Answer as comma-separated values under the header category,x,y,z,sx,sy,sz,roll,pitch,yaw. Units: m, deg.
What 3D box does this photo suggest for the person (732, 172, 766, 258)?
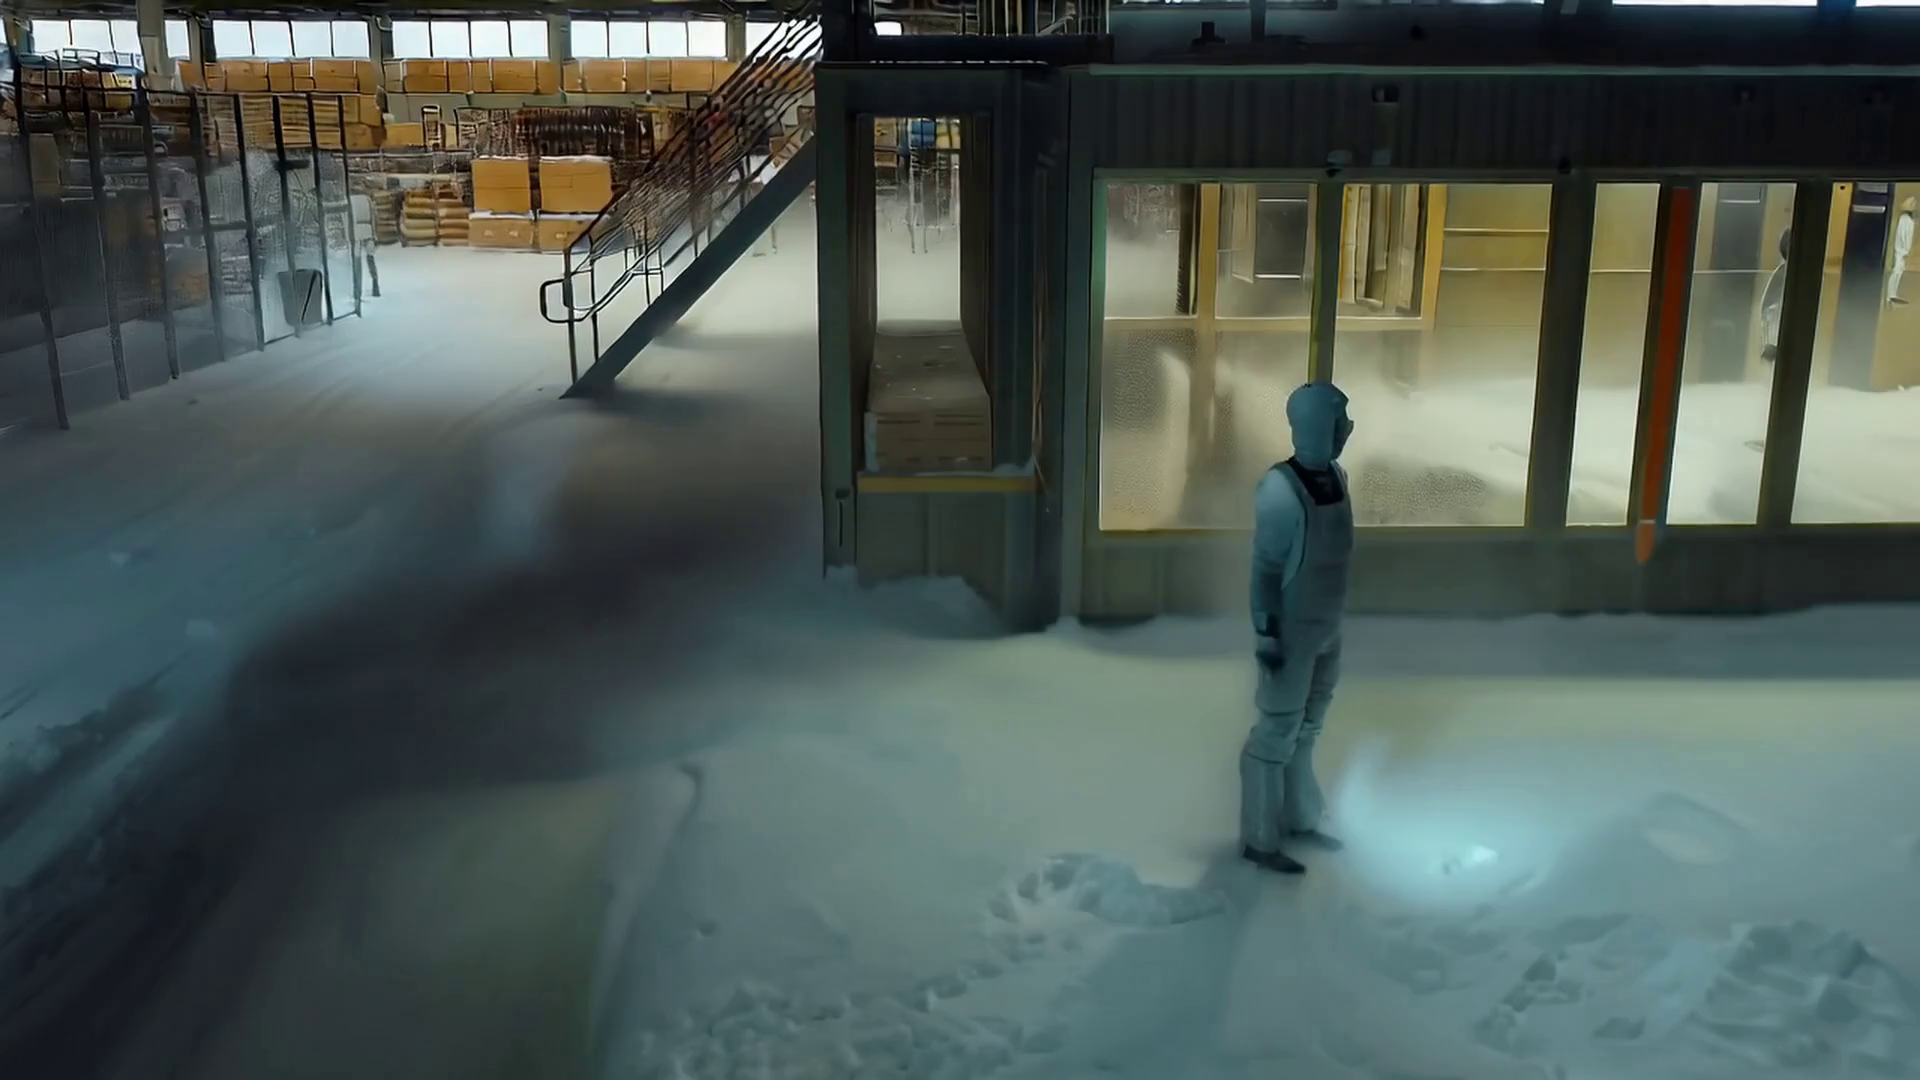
category,x,y,z,sx,sy,sz,roll,pitch,yaw
person,-4.570,-6.756,34.582,0.969,1.780,0.599,-1,14,-3

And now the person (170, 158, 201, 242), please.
category,x,y,z,sx,sy,sz,roll,pitch,yaw
person,-18.253,-7.990,39.131,0.459,1.959,0.710,-8,16,-29

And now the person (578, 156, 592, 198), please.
category,x,y,z,sx,sy,sz,roll,pitch,yaw
person,-14.195,-13.671,62.624,0.506,1.571,0.898,6,15,23

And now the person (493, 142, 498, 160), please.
category,x,y,z,sx,sy,sz,roll,pitch,yaw
person,-25.963,-21.440,93.377,0.839,1.713,0.564,0,14,0

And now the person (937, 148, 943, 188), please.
category,x,y,z,sx,sy,sz,roll,pitch,yaw
person,-0.927,-16.224,72.439,0.311,1.768,0.531,4,15,15

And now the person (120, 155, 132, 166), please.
category,x,y,z,sx,sy,sz,roll,pitch,yaw
person,-31.947,-14.078,63.645,0.635,1.873,0.832,9,17,33

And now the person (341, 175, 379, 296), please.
category,x,y,z,sx,sy,sz,roll,pitch,yaw
person,-9.715,-4.929,26.945,0.552,1.935,0.370,-8,16,-29

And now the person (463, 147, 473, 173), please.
category,x,y,z,sx,sy,sz,roll,pitch,yaw
person,-20.359,-15.381,68.956,0.427,1.818,0.622,-6,15,-22

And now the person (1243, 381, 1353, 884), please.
category,x,y,z,sx,sy,sz,roll,pitch,yaw
person,1.261,0.331,6.107,0.331,1.844,0.520,13,19,42

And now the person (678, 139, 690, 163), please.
category,x,y,z,sx,sy,sz,roll,pitch,yaw
person,-13.956,-19.303,84.277,0.693,1.999,0.711,-10,17,-34

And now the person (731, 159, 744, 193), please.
category,x,y,z,sx,sy,sz,roll,pitch,yaw
person,-5.633,-8.770,42.296,0.361,1.939,0.543,1,14,4

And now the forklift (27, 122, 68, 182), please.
category,x,y,z,sx,sy,sz,roll,pitch,yaw
forklift,-35.376,-14.773,64.377,1.129,2.768,1.873,-1,14,-2
